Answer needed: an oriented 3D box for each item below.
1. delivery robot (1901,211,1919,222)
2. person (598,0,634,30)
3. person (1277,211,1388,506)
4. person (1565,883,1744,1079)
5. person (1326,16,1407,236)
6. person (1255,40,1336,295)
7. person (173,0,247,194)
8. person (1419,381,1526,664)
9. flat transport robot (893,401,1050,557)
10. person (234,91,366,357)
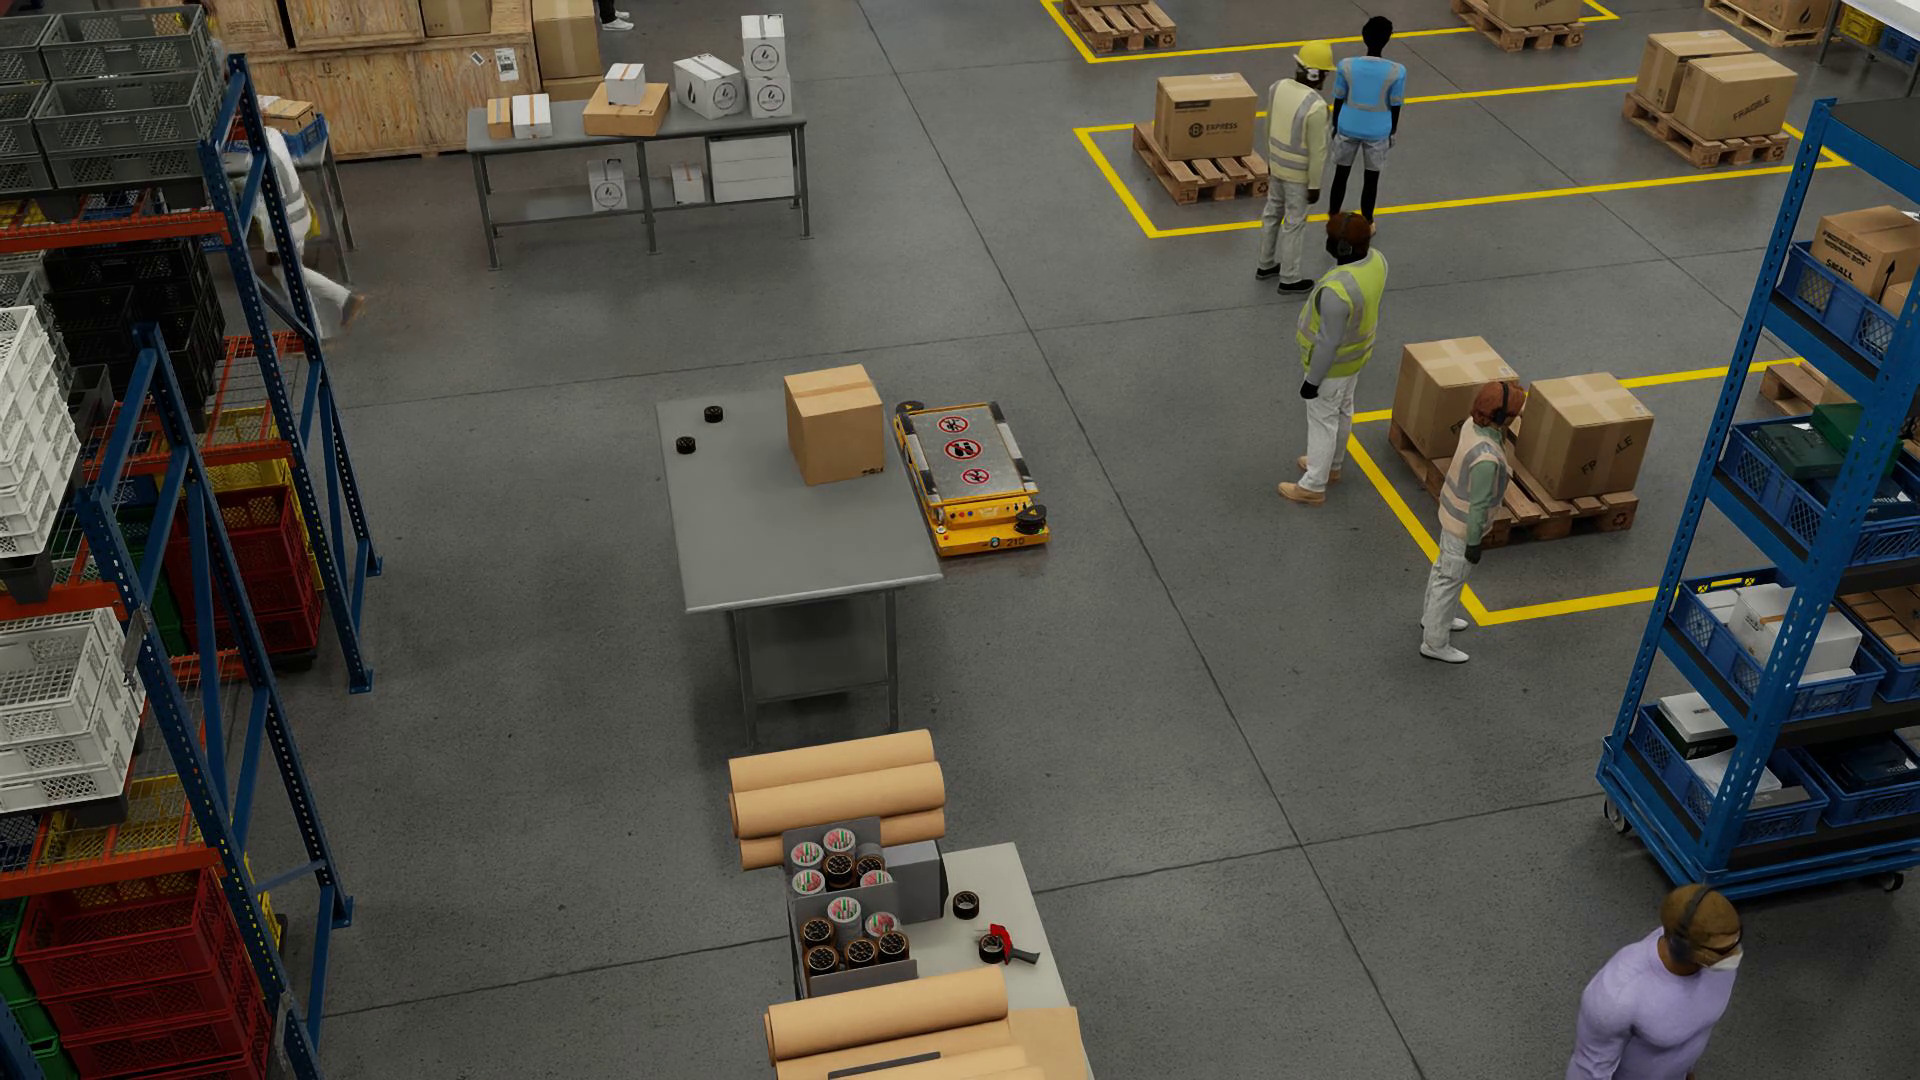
[{"bbox_3d":[6.958,-2.149,12.107,0.477,0.478,0.707,13,39,17],"label":"delivery robot"},{"bbox_3d":[-3.455,-5.945,16.157,0.383,1.912,0.584,-10,38,-13],"label":"person"},{"bbox_3d":[2.151,-1.051,9.639,0.429,1.841,0.625,21,42,26],"label":"person"},{"bbox_3d":[2.277,1.857,5.648,0.636,1.939,0.365,-20,41,-25],"label":"person"},{"bbox_3d":[3.031,-3.079,12.489,0.532,1.693,0.318,16,40,20],"label":"person"},{"bbox_3d":[2.383,-2.638,11.787,0.403,1.819,0.593,-16,40,-21],"label":"person"},{"bbox_3d":[-5.589,-3.133,12.469,0.859,1.804,0.522,1,37,1],"label":"person"},{"bbox_3d":[2.601,-0.100,8.534,0.313,1.634,0.514,6,37,8],"label":"person"},{"bbox_3d":[0.046,-0.430,10.108,0.652,0.197,1.431,-8,37,-10],"label":"flat transport robot"},{"bbox_3d":[-4.412,-2.084,11.002,0.519,1.863,0.571,-9,37,-11],"label":"person"}]
